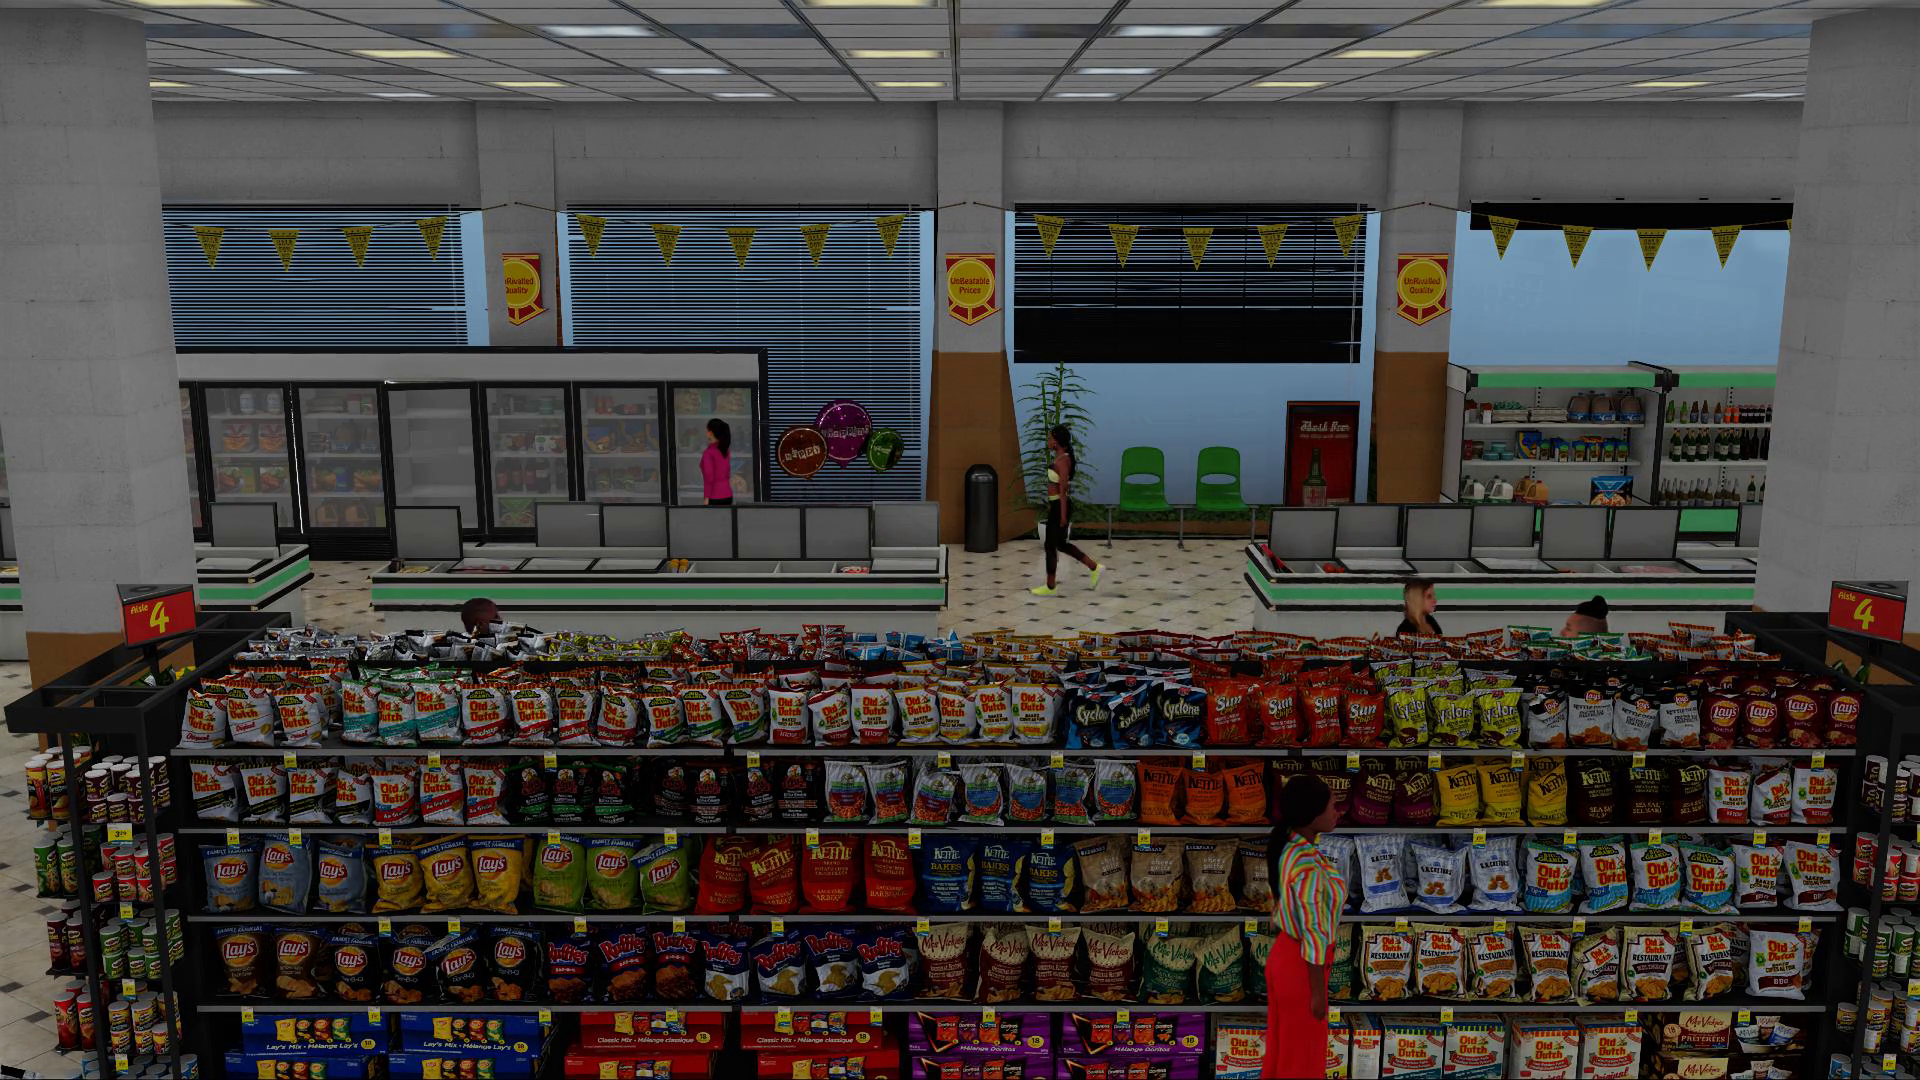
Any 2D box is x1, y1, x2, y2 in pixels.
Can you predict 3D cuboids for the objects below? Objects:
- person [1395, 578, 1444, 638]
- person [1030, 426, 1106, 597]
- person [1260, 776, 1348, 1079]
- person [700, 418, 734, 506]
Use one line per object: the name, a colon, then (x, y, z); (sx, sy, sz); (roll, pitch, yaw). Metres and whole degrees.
person: (2.829, 1.052, 10.599); (1.092, 1.642, 0.978); (9, 15, 38)
person: (1.104, -0.276, 16.686); (0.991, 1.733, 0.635); (1, 12, 6)
person: (1.357, 1.798, 6.691); (0.566, 1.793, 0.620); (-2, 12, -8)
person: (-2.541, -0.442, 17.559); (0.697, 1.698, 0.673); (6, 13, 27)
